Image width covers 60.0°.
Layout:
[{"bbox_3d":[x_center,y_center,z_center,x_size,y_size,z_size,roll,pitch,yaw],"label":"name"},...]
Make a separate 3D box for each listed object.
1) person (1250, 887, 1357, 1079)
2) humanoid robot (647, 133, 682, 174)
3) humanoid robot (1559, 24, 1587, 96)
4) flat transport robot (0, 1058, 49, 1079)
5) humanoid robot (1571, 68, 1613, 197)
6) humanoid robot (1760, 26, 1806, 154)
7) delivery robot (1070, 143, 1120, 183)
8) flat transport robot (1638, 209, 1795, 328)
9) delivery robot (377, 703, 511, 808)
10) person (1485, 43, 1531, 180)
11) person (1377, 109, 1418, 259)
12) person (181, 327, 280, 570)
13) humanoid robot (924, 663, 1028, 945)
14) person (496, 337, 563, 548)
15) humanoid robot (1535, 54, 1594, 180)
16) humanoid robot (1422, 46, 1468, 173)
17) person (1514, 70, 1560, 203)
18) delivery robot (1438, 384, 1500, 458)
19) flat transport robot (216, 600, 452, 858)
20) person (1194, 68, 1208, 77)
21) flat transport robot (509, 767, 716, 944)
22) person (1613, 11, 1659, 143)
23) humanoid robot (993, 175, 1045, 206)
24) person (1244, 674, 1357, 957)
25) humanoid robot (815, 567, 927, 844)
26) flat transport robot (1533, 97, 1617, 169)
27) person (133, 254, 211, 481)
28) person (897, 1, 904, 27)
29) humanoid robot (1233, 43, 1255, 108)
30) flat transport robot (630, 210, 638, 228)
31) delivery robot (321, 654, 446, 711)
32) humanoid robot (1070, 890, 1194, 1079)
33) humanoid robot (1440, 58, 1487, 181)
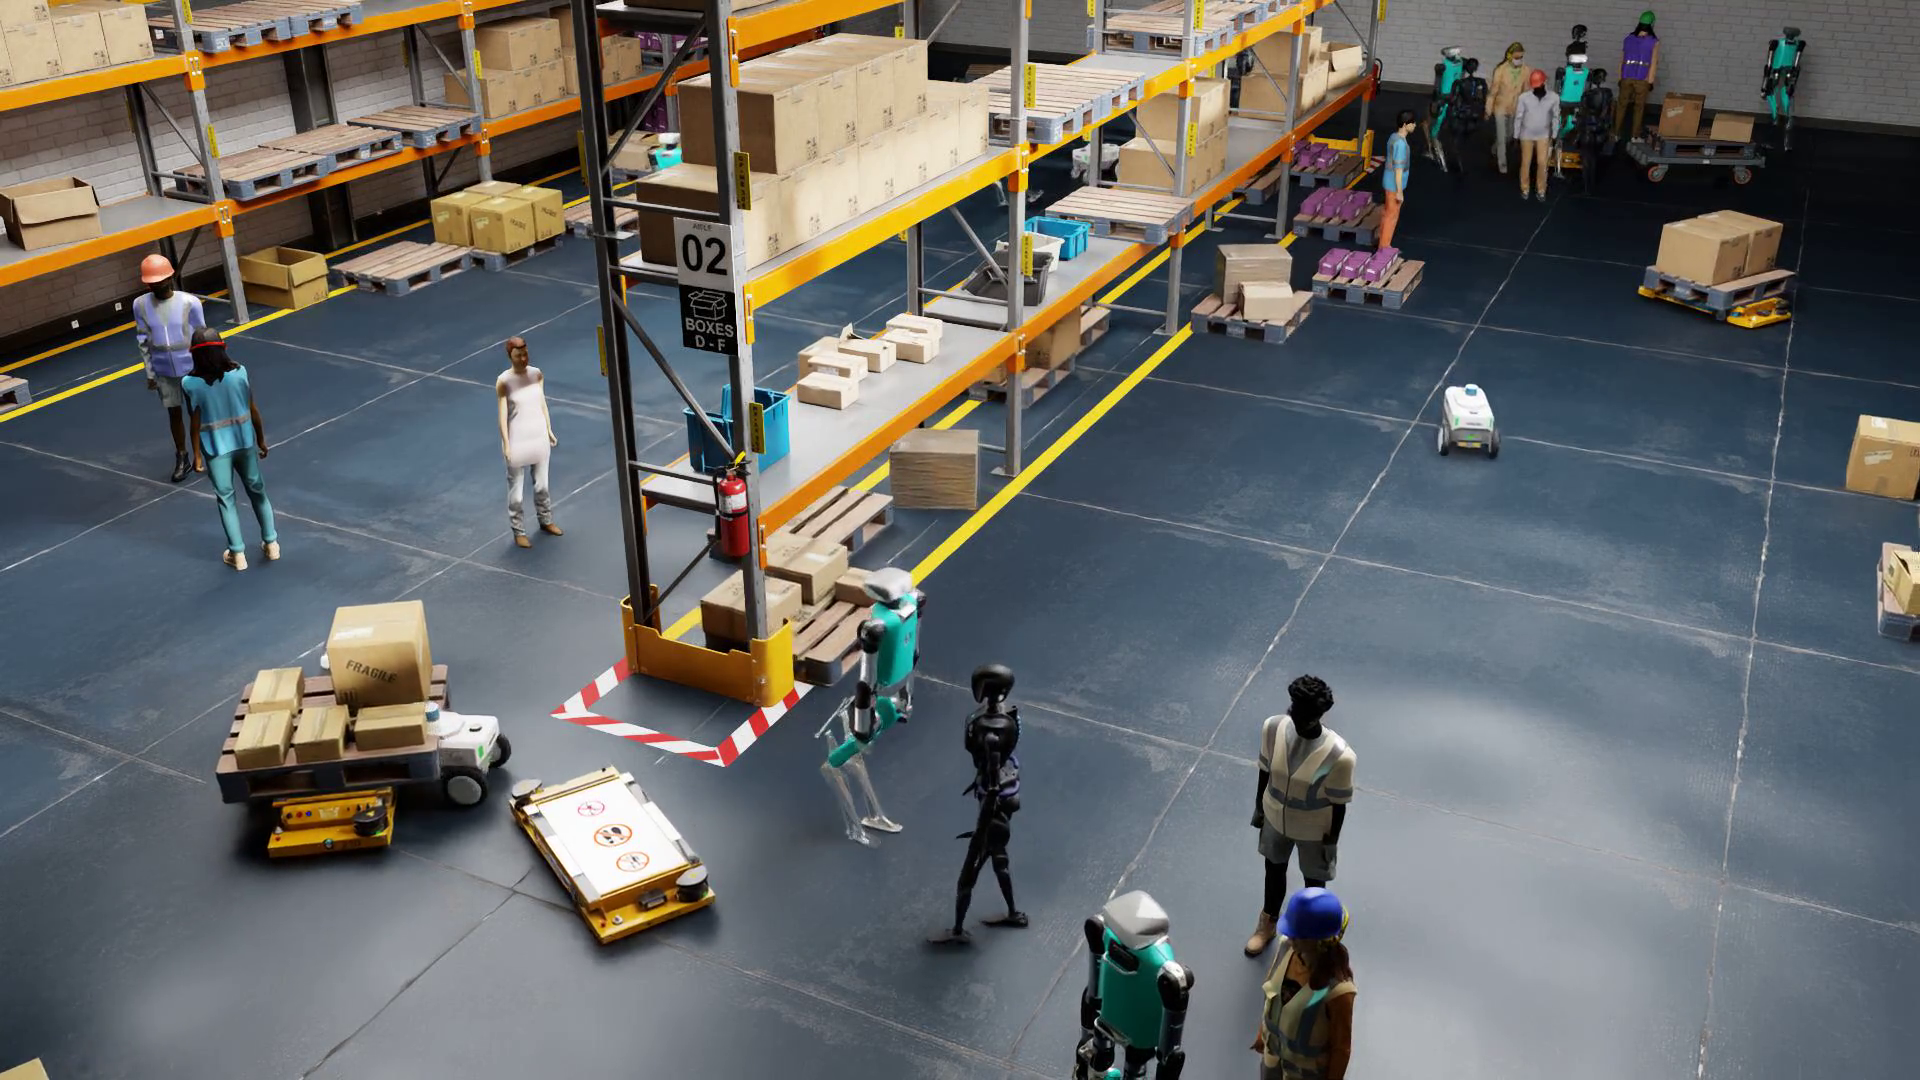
[{"bbox_3d":[1.370,2.134,6.764,0.314,1.778,0.468,-13,29,-25],"label":"person"},{"bbox_3d":[-3.060,-3.716,18.719,0.545,1.862,0.854,8,27,15],"label":"humanoid robot"},{"bbox_3d":[9.263,-6.990,25.306,0.381,1.657,0.589,3,26,6],"label":"humanoid robot"},{"bbox_3d":[-3.918,3.022,6.674,1.431,0.231,0.659,-20,32,-34],"label":"flat transport robot"},{"bbox_3d":[8.473,-5.451,22.212,0.588,1.641,0.447,-12,29,-24],"label":"humanoid robot"},{"bbox_3d":[12.137,-6.530,24.408,0.549,1.856,0.839,-2,26,-4],"label":"humanoid robot"},{"bbox_3d":[1.934,-5.311,23.183,0.769,0.594,0.499,-17,31,-31],"label":"delivery robot"},{"bbox_3d":[8.195,-2.623,18.077,0.659,0.231,1.431,-16,30,-28],"label":"flat transport robot"},{"bbox_3d":[-3.107,1.258,9.932,0.814,0.610,0.499,1,26,3],"label":"delivery robot"},{"bbox_3d":[7.600,-6.014,23.157,0.601,1.843,0.849,-3,26,-6],"label":"person"},{"bbox_3d":[5.119,-4.161,19.507,0.332,1.759,0.498,3,27,6],"label":"person"},{"bbox_3d":[-5.419,-0.676,12.342,0.541,1.865,0.375,-20,33,-35],"label":"person"},{"bbox_3d":[0.095,1.330,8.507,0.543,1.642,0.599,0,26,0],"label":"humanoid robot"},{"bbox_3d":[-3.316,-0.763,12.751,0.450,1.657,0.286,-24,35,-39],"label":"person"},{"bbox_3d":[8.284,-5.832,22.875,0.532,1.757,0.754,1,26,2],"label":"humanoid robot"},{"bbox_3d":[6.661,-6.109,23.476,0.616,1.764,0.875,-16,30,-29],"label":"humanoid robot"},{"bbox_3d":[7.574,-5.315,21.895,0.581,1.710,0.599,6,27,12],"label":"person"},{"bbox_3d":[4.457,-1.049,14.596,0.499,0.613,0.797,4,27,7],"label":"delivery robot"},{"bbox_3d":[-3.696,1.384,9.983,0.659,0.231,1.431,-5,27,-10],"label":"flat transport robot"},{"bbox_3d":[3.380,-6.006,23.089,0.410,1.880,0.687,-14,30,-27],"label":"person"},{"bbox_3d":[-1.977,1.706,9.332,0.659,0.231,1.431,-16,30,-29],"label":"flat transport robot"},{"bbox_3d":[10.122,-6.890,24.840,0.601,1.924,0.419,18,32,32],"label":"person"},{"bbox_3d":[0.712,-5.045,21.313,1.025,1.718,0.551,-23,34,-38],"label":"humanoid robot"},{"bbox_3d":[1.694,1.411,8.322,0.532,1.693,0.320,22,34,37],"label":"person"},{"bbox_3d":[-0.546,0.933,9.266,0.674,1.807,0.537,15,30,28],"label":"humanoid robot"},{"bbox_3d":[8.848,-5.649,24.188,0.659,0.231,1.431,9,28,18],"label":"flat transport robot"},{"bbox_3d":[-6.473,-1.422,13.773,0.543,1.938,0.351,-5,27,-10],"label":"person"},{"bbox_3d":[-0.937,-9.494,30.197,0.369,1.833,0.505,22,34,37],"label":"person"},{"bbox_3d":[4.140,-6.702,24.759,0.693,1.630,0.584,7,27,13],"label":"humanoid robot"},{"bbox_3d":[-3.730,-4.265,21.394,0.659,0.231,1.431,3,26,6],"label":"flat transport robot"},{"bbox_3d":[-3.695,0.931,10.588,0.794,0.606,0.499,16,30,28],"label":"delivery robot"},{"bbox_3d":[0.517,2.231,6.570,0.679,1.758,0.543,-19,32,-33],"label":"humanoid robot"},{"bbox_3d":[6.984,-5.812,22.978,0.605,1.645,0.643,-5,27,-9],"label":"humanoid robot"}]
